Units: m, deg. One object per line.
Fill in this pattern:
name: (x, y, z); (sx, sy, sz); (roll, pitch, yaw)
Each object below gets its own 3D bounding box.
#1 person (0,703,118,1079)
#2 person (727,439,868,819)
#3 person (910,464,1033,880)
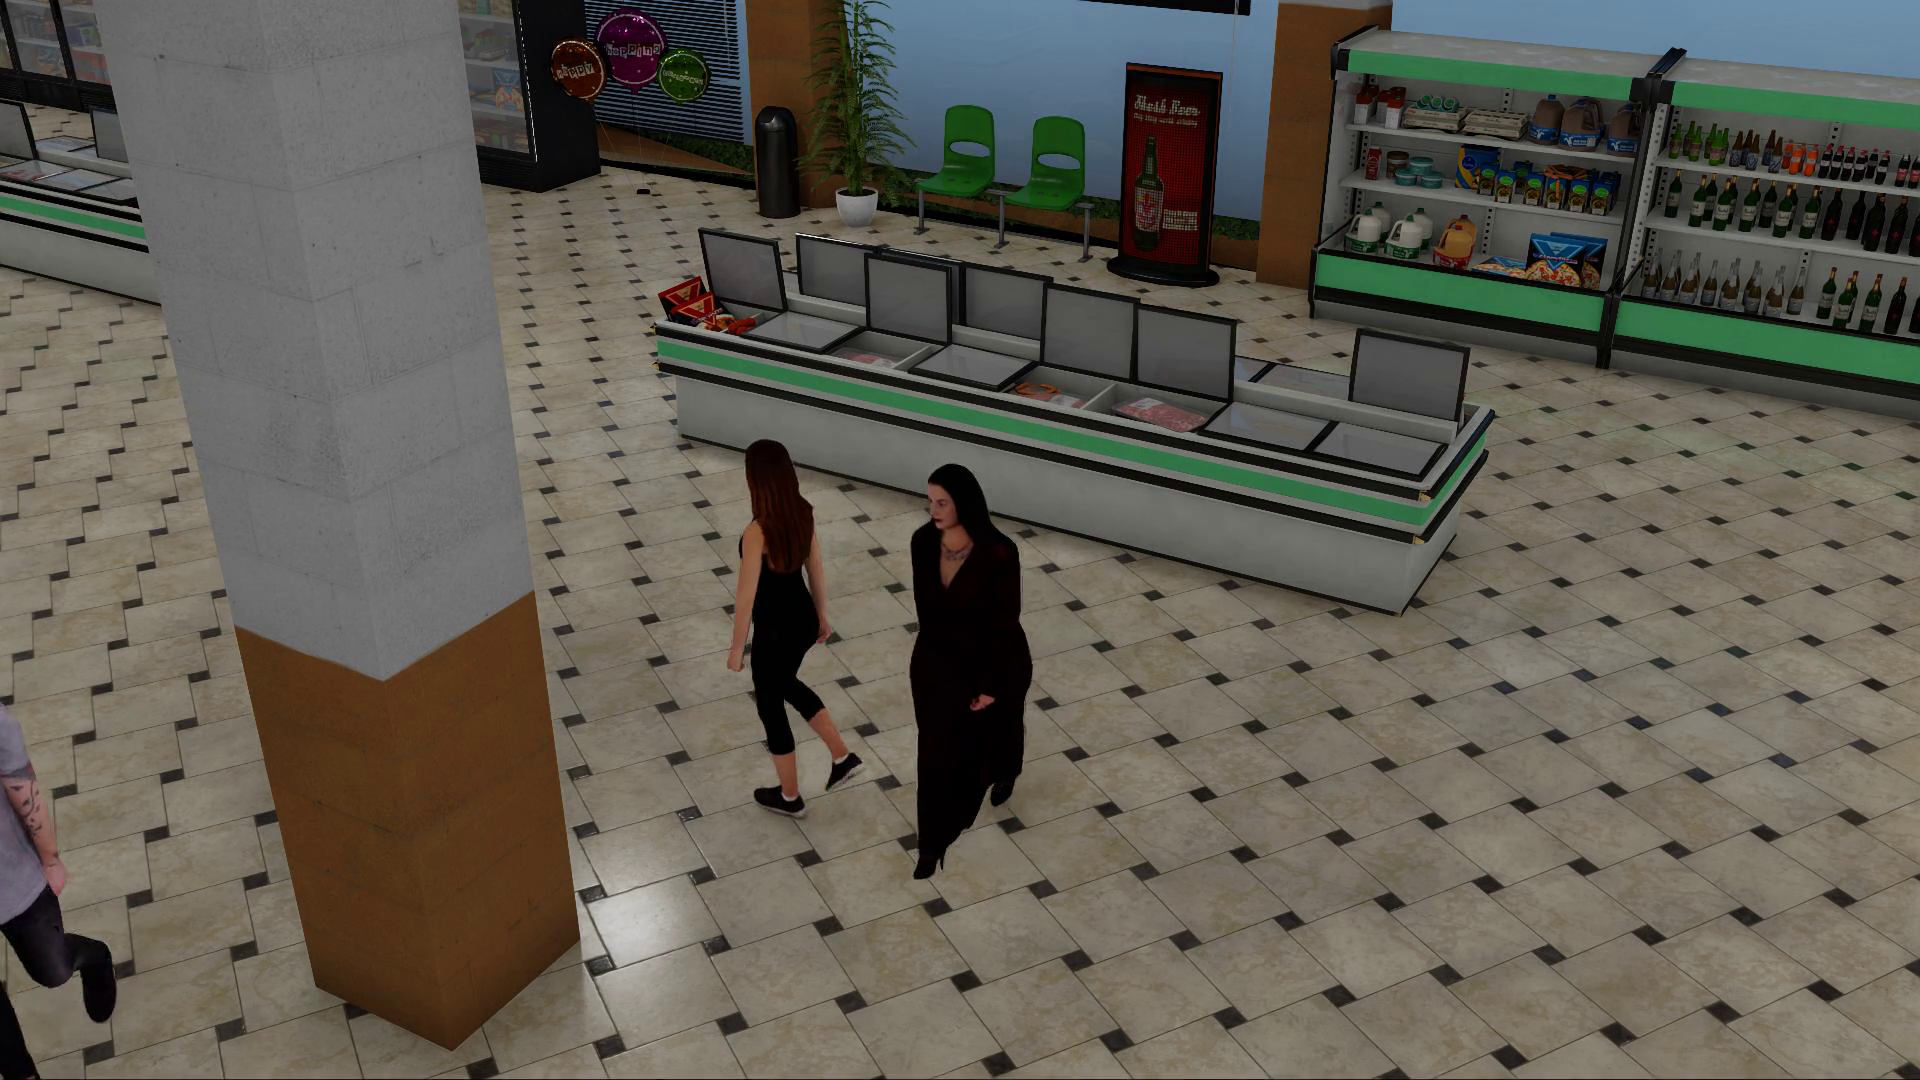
person: (-3.186, 1.065, 5.448); (1.015, 1.821, 1.058); (-5, 27, -10)
person: (-0.646, 0.413, 6.852); (0.705, 1.713, 0.595); (14, 30, 25)
person: (0.090, 0.478, 6.750); (1.056, 1.690, 0.801); (11, 29, 21)
